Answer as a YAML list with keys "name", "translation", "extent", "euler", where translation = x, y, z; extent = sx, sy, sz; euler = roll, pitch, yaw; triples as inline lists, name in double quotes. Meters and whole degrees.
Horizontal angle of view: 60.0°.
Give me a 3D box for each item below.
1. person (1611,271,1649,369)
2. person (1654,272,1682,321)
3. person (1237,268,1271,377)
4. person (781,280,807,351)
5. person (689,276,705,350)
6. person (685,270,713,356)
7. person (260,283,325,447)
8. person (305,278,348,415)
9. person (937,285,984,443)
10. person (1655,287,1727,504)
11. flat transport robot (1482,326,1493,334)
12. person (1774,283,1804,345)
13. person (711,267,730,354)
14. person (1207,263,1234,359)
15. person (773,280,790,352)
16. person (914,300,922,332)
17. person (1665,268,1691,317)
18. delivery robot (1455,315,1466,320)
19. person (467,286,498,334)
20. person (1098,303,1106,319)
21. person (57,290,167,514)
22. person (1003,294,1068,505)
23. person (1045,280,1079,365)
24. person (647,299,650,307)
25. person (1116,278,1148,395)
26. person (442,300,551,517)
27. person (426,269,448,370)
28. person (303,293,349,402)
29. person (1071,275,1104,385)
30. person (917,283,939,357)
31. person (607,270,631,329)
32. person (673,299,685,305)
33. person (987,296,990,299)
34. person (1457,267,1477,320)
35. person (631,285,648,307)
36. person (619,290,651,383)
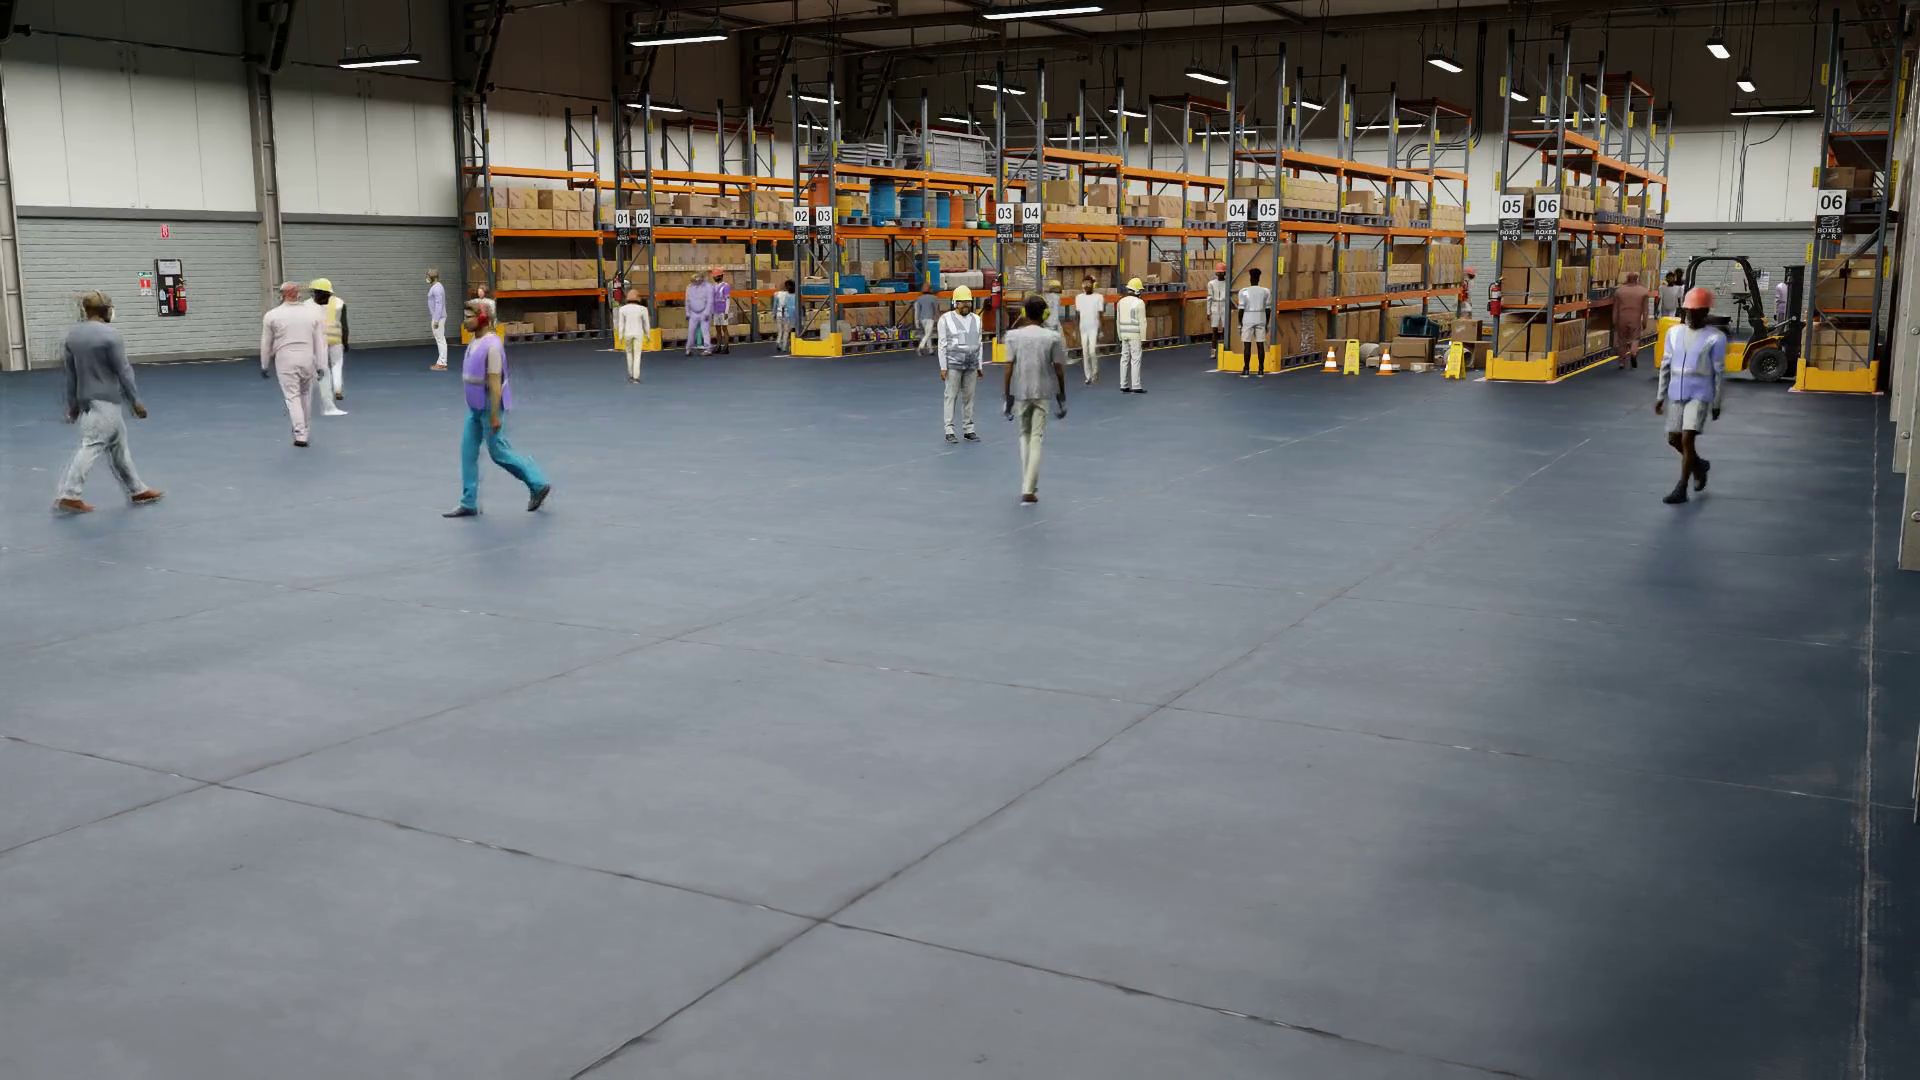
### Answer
- name: "person"
  translation: [12.882, -4.223, 32.014]
  extent: [0.659, 1.894, 0.459]
  euler: [4, 10, 20]
- name: "person"
  translation: [16.020, -5.146, 37.636]
  extent: [0.541, 1.825, 0.989]
  euler: [5, 11, 26]
- name: "person"
  translation: [5.277, -3.897, 29.873]
  extent: [0.607, 1.966, 0.367]
  euler: [-1, 10, -5]
- name: "person"
  translation: [-3.765, -5.068, 37.686]
  extent: [0.584, 1.634, 0.877]
  euler: [2, 10, 9]
- name: "person"
  translation: [-6.145, -5.329, 38.847]
  extent: [0.533, 1.767, 0.327]
  euler: [7, 12, 34]
- name: "person"
  translation: [-5.691, -4.930, 36.237]
  extent: [0.664, 1.875, 0.410]
  euler: [3, 10, 17]
- name: "person"
  translation: [-7.746, -2.025, 19.239]
  extent: [0.649, 1.854, 0.995]
  euler: [-8, 13, -40]
- name: "person"
  translation: [-8.849, -2.628, 22.697]
  extent: [0.804, 1.889, 0.594]
  euler: [0, 10, -2]
- name: "person"
  translation: [0.023, -2.050, 19.448]
  extent: [0.590, 1.833, 0.404]
  euler: [-6, 11, -30]
- name: "person"
  translation: [6.544, -1.298, 14.819]
  extent: [0.810, 1.918, 0.548]
  euler: [-7, 12, -36]
- name: "flat transport robot"
  translation: [14.361, -5.785, 45.885]
  extent: [0.652, 0.197, 1.431]
  euler: [0, 10, 3]
- name: "person"
  translation: [18.397, -5.078, 36.951]
  extent: [0.580, 1.918, 0.405]
  euler: [5, 11, 26]
- name: "person"
  translation: [-5.344, -5.089, 36.965]
  extent: [0.542, 1.927, 0.374]
  euler: [9, 13, 43]
- name: "person"
  translation: [5.504, -4.830, 35.134]
  extent: [0.606, 2.037, 0.405]
  euler: [4, 11, 23]
- name: "person"
  translation: [-3.981, -5.114, 37.991]
  extent: [0.532, 1.616, 0.509]
  euler: [1, 10, 7]
- name: "person"
  translation: [-1.100, -6.957, 48.111]
  extent: [0.581, 1.863, 0.717]
  euler: [5, 11, 25]
- name: "person"
  translation: [16.798, -5.413, 39.002]
  extent: [0.623, 1.872, 0.957]
  euler: [5, 11, 27]
- name: "delivery robot"
  translation: [13.616, -5.938, 45.672]
  extent: [0.707, 0.478, 0.477]
  euler: [-2, 10, -9]
- name: "person"
  translation: [-9.194, -4.068, 31.960]
  extent: [0.527, 1.595, 0.863]
  euler: [1, 10, 5]
- name: "person"
  translation: [3.313, -5.740, 40.446]
  extent: [0.615, 2.038, 0.395]
  euler: [9, 13, 43]
- name: "person"
  translation: [-7.354, -1.179, 14.224]
  extent: [0.631, 1.893, 1.039]
  euler: [6, 11, 32]
- name: "person"
  translation: [0.692, -1.255, 14.771]
  extent: [0.540, 1.834, 0.847]
  euler: [3, 10, 15]
- name: "person"
  translation: [1.956, -4.328, 33.209]
  extent: [0.818, 1.691, 0.511]
  euler: [-3, 10, -19]
- name: "person"
  translation: [-8.214, -6.234, 43.882]
  extent: [0.586, 1.860, 0.740]
  euler: [5, 11, 25]
- name: "person"
  translation: [2.734, -3.206, 26.221]
  extent: [0.404, 1.829, 0.600]
  euler: [-7, 12, -37]
- name: "person"
  translation: [-3.920, -1.104, 13.966]
  extent: [0.835, 1.821, 0.573]
  euler: [-7, 12, -34]
- name: "person"
  translation: [-10.003, -4.211, 31.810]
  extent: [0.370, 1.934, 0.627]
  euler: [-3, 10, -18]
- name: "person"
  translation: [-9.409, -2.941, 24.661]
  extent: [0.651, 1.832, 0.447]
  euler: [-5, 11, -28]
- name: "person"
  translation: [2.146, -3.527, 28.044]
  extent: [0.503, 1.851, 0.580]
  euler: [4, 11, 23]
- name: "person"
  translation: [-0.731, -4.775, 36.061]
  extent: [0.496, 1.607, 0.758]
  euler: [7, 12, 35]
- name: "person"
  translation: [-8.487, -5.840, 41.629]
  extent: [0.624, 1.840, 0.429]
  euler: [1, 10, 6]
- name: "person"
  translation: [-7.260, -6.105, 43.471]
  extent: [0.550, 1.734, 0.778]
  euler: [3, 10, 17]
- name: "person"
  translation: [1.060, -6.876, 47.685]
  extent: [0.628, 1.843, 0.429]
  euler: [5, 11, 27]
- name: "person"
  translation: [14.277, -6.805, 47.150]
  extent: [0.967, 1.888, 0.588]
  euler: [7, 12, 34]
- name: "person"
  translation: [-7.845, -5.710, 40.900]
  extent: [0.525, 1.826, 0.687]
  euler: [6, 11, 31]
- name: "person"
  translation: [-5.611, -3.513, 28.729]
  extent: [0.520, 1.583, 0.855]
  euler: [0, 10, -1]
